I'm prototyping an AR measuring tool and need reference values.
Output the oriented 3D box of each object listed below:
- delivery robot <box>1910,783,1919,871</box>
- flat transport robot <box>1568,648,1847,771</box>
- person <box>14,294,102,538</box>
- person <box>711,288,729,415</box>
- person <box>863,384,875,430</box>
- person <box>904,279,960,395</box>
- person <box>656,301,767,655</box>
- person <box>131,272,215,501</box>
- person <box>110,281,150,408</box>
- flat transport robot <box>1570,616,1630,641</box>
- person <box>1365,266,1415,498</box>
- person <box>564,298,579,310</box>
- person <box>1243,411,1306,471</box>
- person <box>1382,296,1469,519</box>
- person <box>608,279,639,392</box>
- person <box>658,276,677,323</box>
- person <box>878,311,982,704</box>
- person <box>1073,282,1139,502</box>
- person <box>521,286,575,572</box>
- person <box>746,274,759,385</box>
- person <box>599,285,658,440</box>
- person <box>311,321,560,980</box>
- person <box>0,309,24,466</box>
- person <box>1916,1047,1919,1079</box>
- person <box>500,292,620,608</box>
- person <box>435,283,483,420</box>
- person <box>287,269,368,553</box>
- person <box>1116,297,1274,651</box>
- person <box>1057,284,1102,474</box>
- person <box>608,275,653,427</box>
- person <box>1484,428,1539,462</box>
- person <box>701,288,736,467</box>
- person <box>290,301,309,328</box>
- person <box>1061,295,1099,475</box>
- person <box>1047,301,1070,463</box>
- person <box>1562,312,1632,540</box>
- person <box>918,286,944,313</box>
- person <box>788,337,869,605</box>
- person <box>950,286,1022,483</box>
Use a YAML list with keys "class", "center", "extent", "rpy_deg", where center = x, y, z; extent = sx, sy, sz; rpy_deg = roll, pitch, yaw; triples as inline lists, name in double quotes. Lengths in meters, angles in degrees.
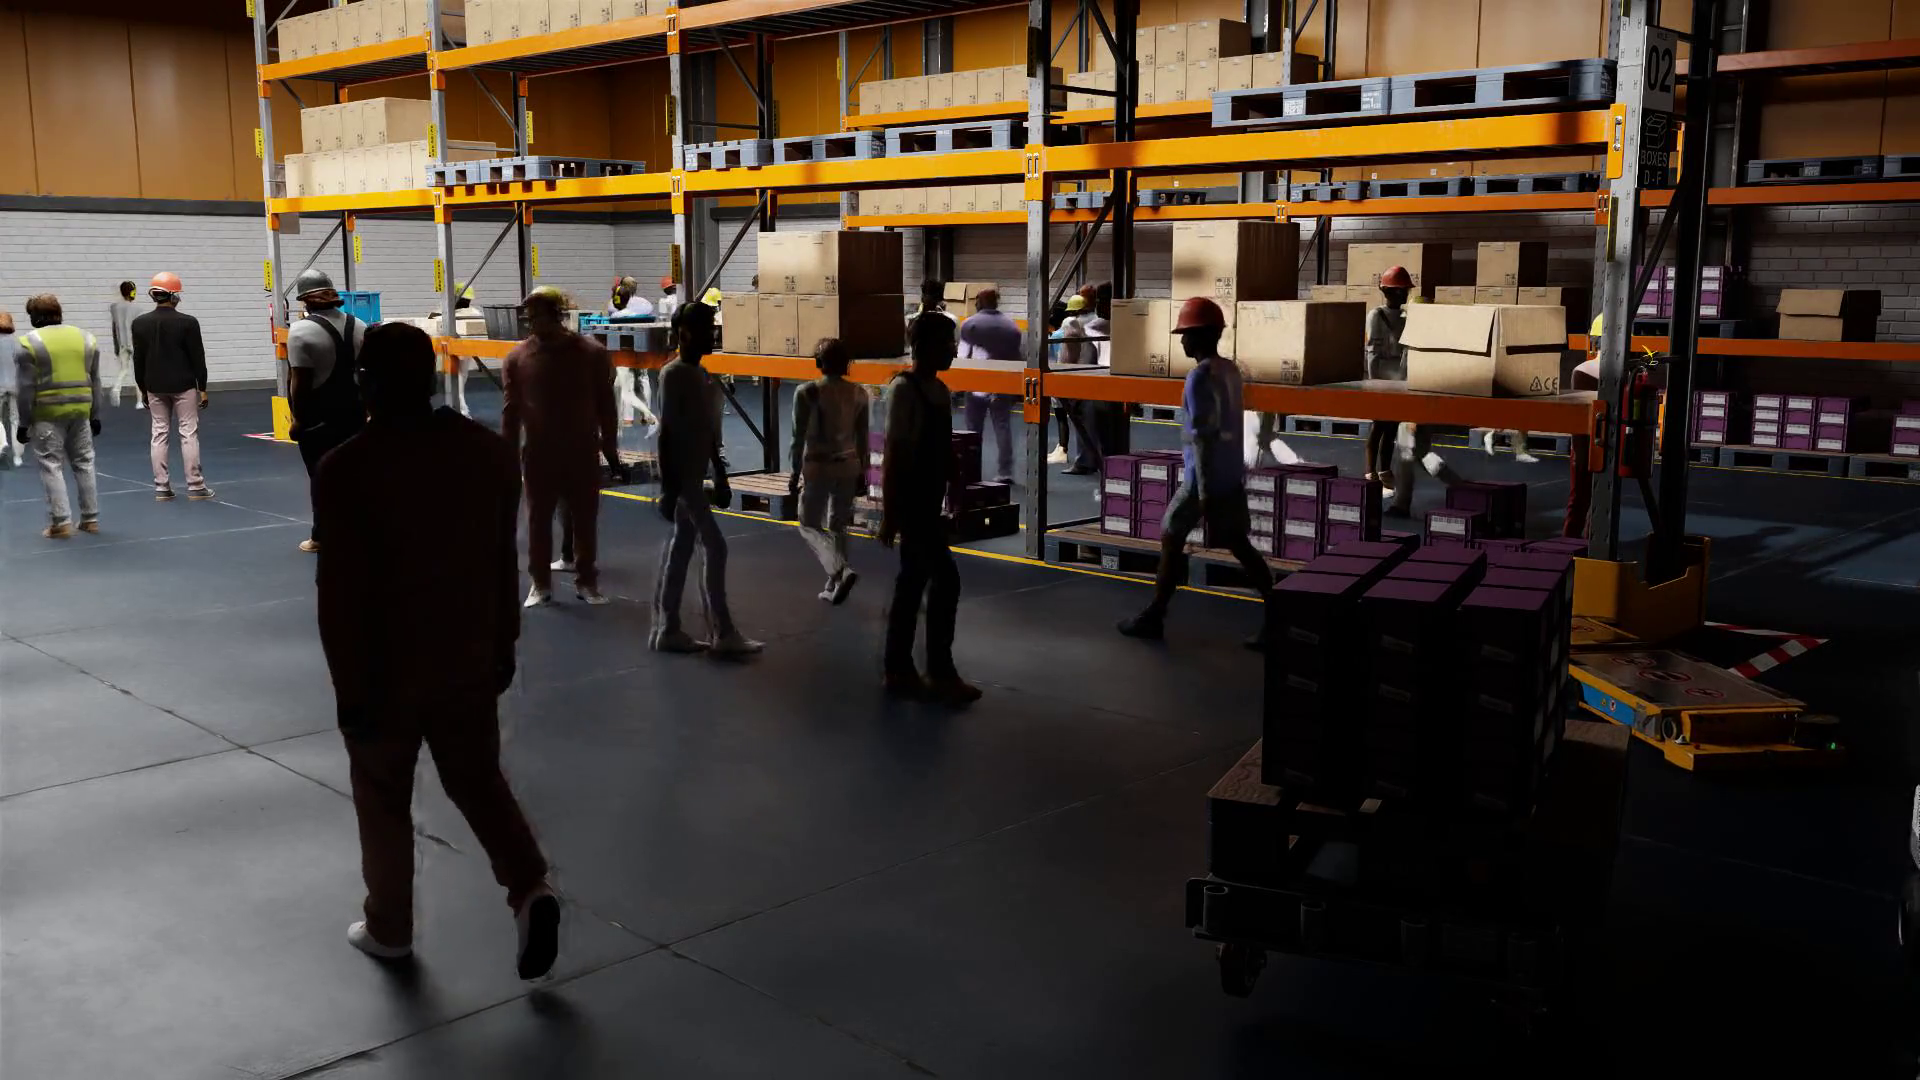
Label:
- class: "delivery robot"
  center: [3.051, 0.905, 4.911]
  extent: [0.477, 0.478, 0.707]
  rpy_deg: [3, 10, 22]
- class: "flat transport robot"
  center: [3.136, 0.707, 7.288]
  extent: [0.652, 0.197, 1.431]
  rpy_deg: [-1, 9, -6]
- class: "person"
  center: [-6.799, -0.925, 12.565]
  extent: [0.463, 1.833, 0.661]
  rpy_deg: [6, 11, 30]
- class: "person"
  center: [-3.396, -2.592, 22.972]
  extent: [0.547, 1.766, 0.329]
  rpy_deg: [-4, 10, -22]
- class: "person"
  center: [-0.899, -2.311, 20.676]
  extent: [0.987, 1.957, 0.632]
  rpy_deg: [7, 12, 38]
- class: "person"
  center: [-0.288, -1.589, 16.344]
  extent: [0.606, 1.912, 0.933]
  rpy_deg: [0, 9, -1]
- class: "person"
  center: [-1.282, -0.306, 8.671]
  extent: [0.768, 1.846, 0.555]
  rpy_deg: [1, 9, 8]
- class: "person"
  center: [-6.861, -1.328, 14.498]
  extent: [0.612, 1.995, 0.382]
  rpy_deg: [0, 9, -2]
- class: "person"
  center: [-11.975, -2.796, 23.922]
  extent: [0.535, 1.853, 0.671]
  rpy_deg: [1, 9, 3]
- class: "flat transport robot"
  center: [2.717, 0.547, 8.269]
  extent: [1.431, 0.197, 0.652]
  rpy_deg: [-2, 9, -9]
- class: "person"
  center: [3.844, -1.403, 14.810]
  extent: [0.375, 2.044, 0.605]
  rpy_deg: [9, 13, 44]
- class: "person"
  center: [-5.063, -2.333, 21.748]
  extent: [0.314, 1.639, 0.515]
  rpy_deg: [4, 10, 24]
- class: "person"
  center: [2.666, -1.265, 14.427]
  extent: [0.713, 1.889, 0.654]
  rpy_deg: [4, 10, 22]
- class: "person"
  center: [3.776, -1.053, 13.392]
  extent: [0.672, 1.814, 0.600]
  rpy_deg: [6, 11, 31]
- class: "person"
  center: [-5.575, -3.400, 27.566]
  extent: [0.544, 1.890, 1.045]
  rpy_deg: [-6, 11, -31]
- class: "person"
  center: [-4.796, -3.461, 27.874]
  extent: [0.593, 1.895, 0.614]
  rpy_deg: [-6, 11, -33]
- class: "person"
  center: [-0.087, -0.145, 7.753]
  extent: [0.694, 1.821, 0.556]
  rpy_deg: [3, 10, 20]
- class: "person"
  center: [1.219, -1.272, 14.425]
  extent: [0.621, 1.900, 0.660]
  rpy_deg: [-7, 11, -35]
- class: "person"
  center: [-2.689, -0.724, 11.042]
  extent: [0.462, 1.907, 0.611]
  rpy_deg: [4, 10, 21]
- class: "person"
  center: [-3.487, -3.657, 28.947]
  extent: [0.629, 1.939, 0.374]
  rpy_deg: [-3, 10, -19]
- class: "person"
  center: [-3.939, -2.105, 19.750]
  extent: [0.884, 1.841, 0.525]
  rpy_deg: [3, 10, 17]
- class: "person"
  center: [-1.488, 0.328, 4.689]
  extent: [0.799, 1.885, 0.651]
  rpy_deg: [9, 13, 43]
- class: "person"
  center: [-9.707, -1.537, 16.922]
  extent: [0.520, 1.618, 0.434]
  rpy_deg: [-7, 11, -35]
- class: "person"
  center: [1.923, 0.726, 2.855]
  extent: [0.877, 1.680, 0.492]
  rpy_deg: [-1, 9, -7]
- class: "person"
  center: [-2.395, -0.521, 9.961]
  extent: [0.692, 1.884, 0.416]
  rpy_deg: [-2, 10, -13]
- class: "person"
  center: [-6.459, -2.381, 21.426]
  extent: [0.624, 1.841, 1.030]
  rpy_deg: [-7, 12, -36]
- class: "person"
  center: [-4.555, -0.930, 11.917]
  extent: [0.536, 2.000, 0.672]
  rpy_deg: [5, 11, 29]
- class: "person"
  center: [1.362, -0.346, 8.864]
  extent: [1.029, 1.886, 0.532]
  rpy_deg: [8, 12, 40]
- class: "person"
  center: [1.239, -1.592, 16.487]
  extent: [0.588, 1.869, 0.467]
  rpy_deg: [-3, 10, -16]
- class: "person"
  center: [-4.216, -2.412, 21.310]
  extent: [0.627, 1.940, 0.376]
  rpy_deg: [-8, 12, -41]
- class: "person"
  center: [5.841, -1.629, 17.454]
  extent: [0.521, 1.619, 0.500]
  rpy_deg: [-8, 12, -40]
- class: "person"
  center: [-2.558, -1.640, 16.912]
  extent: [0.599, 1.827, 0.403]
  rpy_deg: [-6, 11, -30]
- class: "person"
  center: [-8.205, -2.212, 21.025]
  extent: [0.507, 1.633, 0.277]
  rpy_deg: [-3, 10, -16]
- class: "person"
  center: [1.171, -1.524, 16.399]
  extent: [0.331, 1.768, 0.527]
  rpy_deg: [6, 11, 34]
- class: "person"
  center: [1.024, -1.647, 17.364]
  extent: [0.317, 1.696, 0.538]
  rpy_deg: [1, 9, 3]
- class: "person"
  center: [4.015, -0.548, 10.413]
  extent: [0.523, 1.769, 0.313]
  rpy_deg: [-6, 11, -33]
- class: "person"
  center: [-0.371, -2.684, 23.320]
  extent: [0.431, 1.836, 0.619]
  rpy_deg: [-3, 10, -19]
- class: "person"
  center: [-0.746, -0.391, 9.888]
  extent: [0.527, 1.622, 0.514]
  rpy_deg: [-6, 11, -35]
- class: "person"
  center: [0.235, -1.475, 15.856]
  extent: [0.731, 1.893, 0.675]
  rpy_deg: [-3, 10, -20]
